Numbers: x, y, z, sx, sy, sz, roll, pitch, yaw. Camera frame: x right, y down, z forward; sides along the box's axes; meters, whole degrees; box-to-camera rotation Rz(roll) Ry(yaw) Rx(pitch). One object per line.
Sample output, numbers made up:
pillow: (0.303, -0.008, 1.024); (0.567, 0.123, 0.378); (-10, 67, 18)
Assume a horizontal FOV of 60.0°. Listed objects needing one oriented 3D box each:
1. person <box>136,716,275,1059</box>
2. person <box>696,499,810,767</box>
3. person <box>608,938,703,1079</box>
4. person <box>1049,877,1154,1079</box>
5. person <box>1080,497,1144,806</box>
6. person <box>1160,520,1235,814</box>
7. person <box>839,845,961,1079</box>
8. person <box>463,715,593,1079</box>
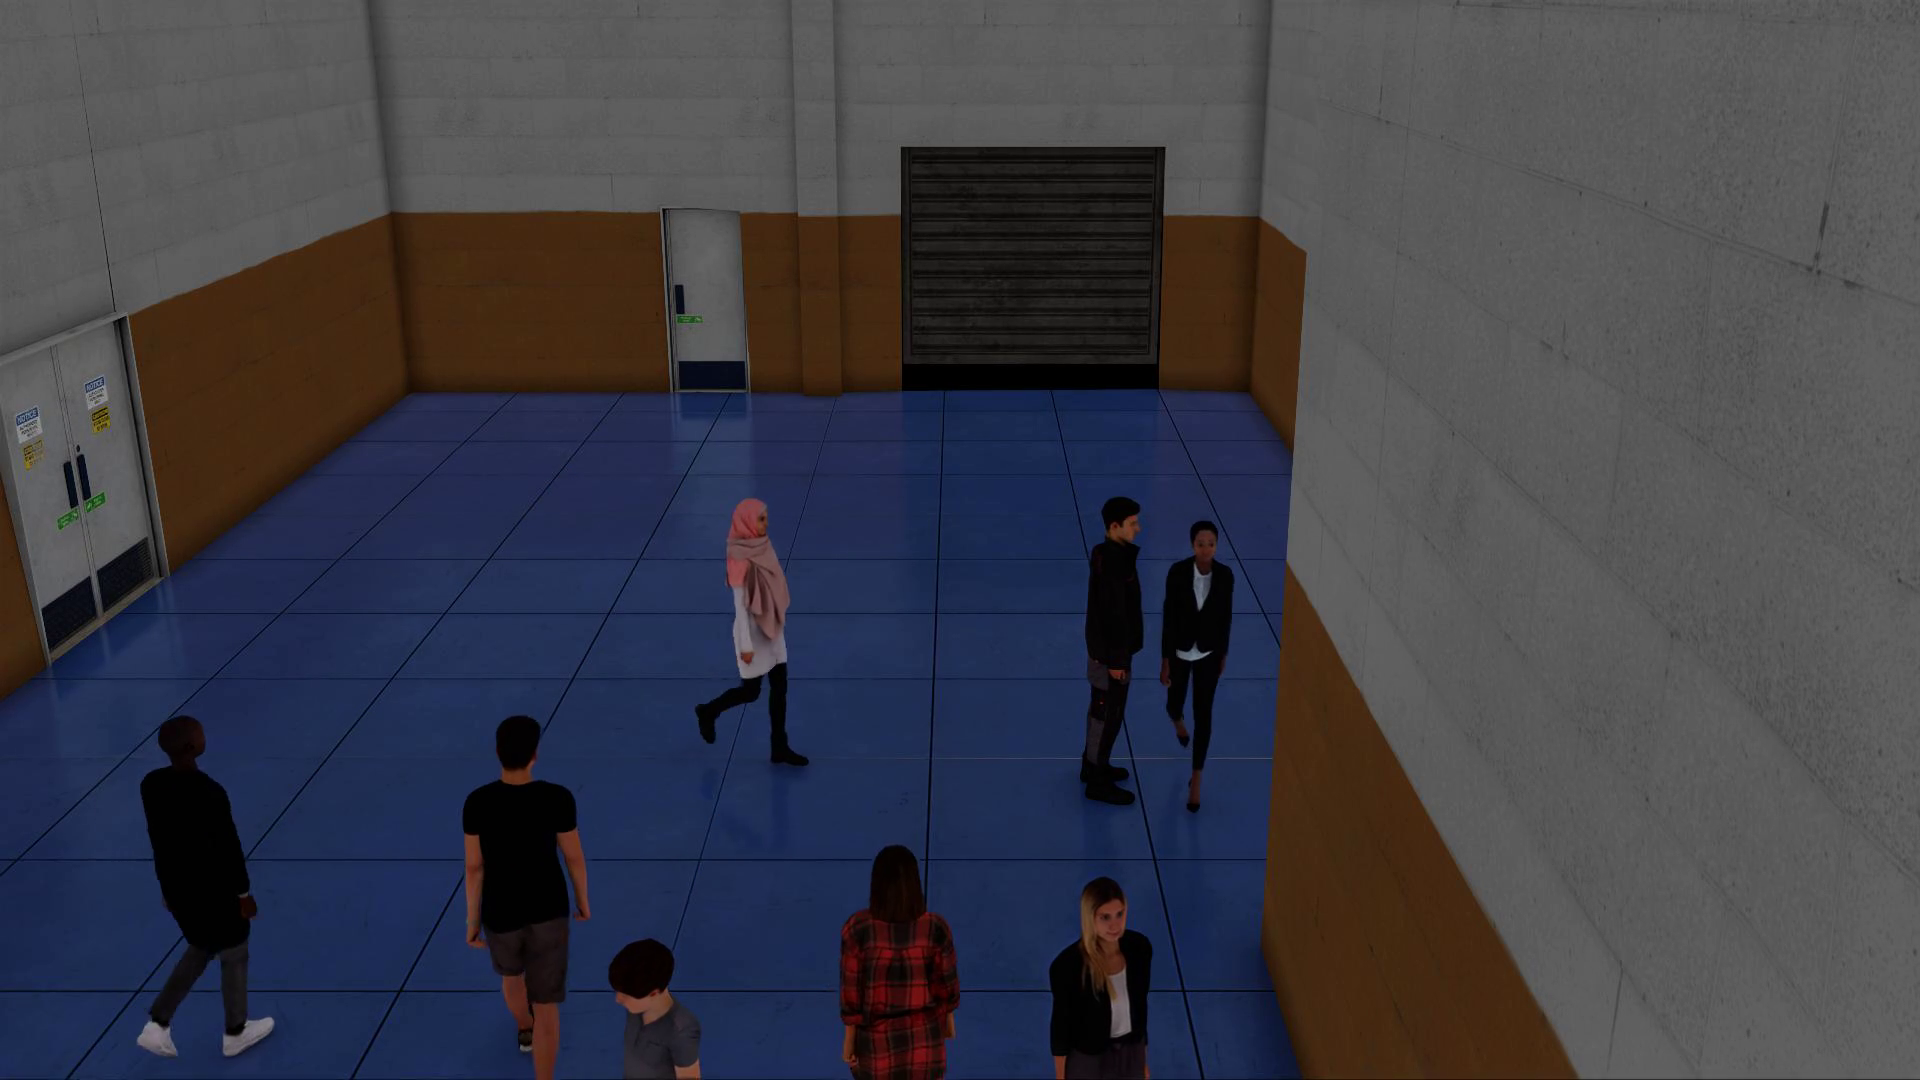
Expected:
person: (-3.545, 1.657, 7.640); (0.925, 1.746, 0.917); (9, 21, 24)
person: (-1.373, 0.611, 10.680); (1.130, 1.786, 0.899); (7, 20, 21)
person: (-1.088, 2.192, 6.183); (0.721, 1.650, 0.673); (-16, 24, -39)
person: (0.546, 2.071, 6.531); (0.619, 1.671, 0.739); (-9, 20, -24)
person: (0.929, 0.658, 10.294); (0.574, 1.944, 0.694); (0, 19, 1)
person: (1.434, 0.728, 10.309); (1.071, 1.801, 0.723); (2, 19, 6)
person: (-0.247, 2.051, 6.619); (1.022, 1.652, 0.706); (1, 19, 2)
person: (-1.923, 1.715, 7.367); (1.177, 1.811, 0.849); (-3, 19, -8)
